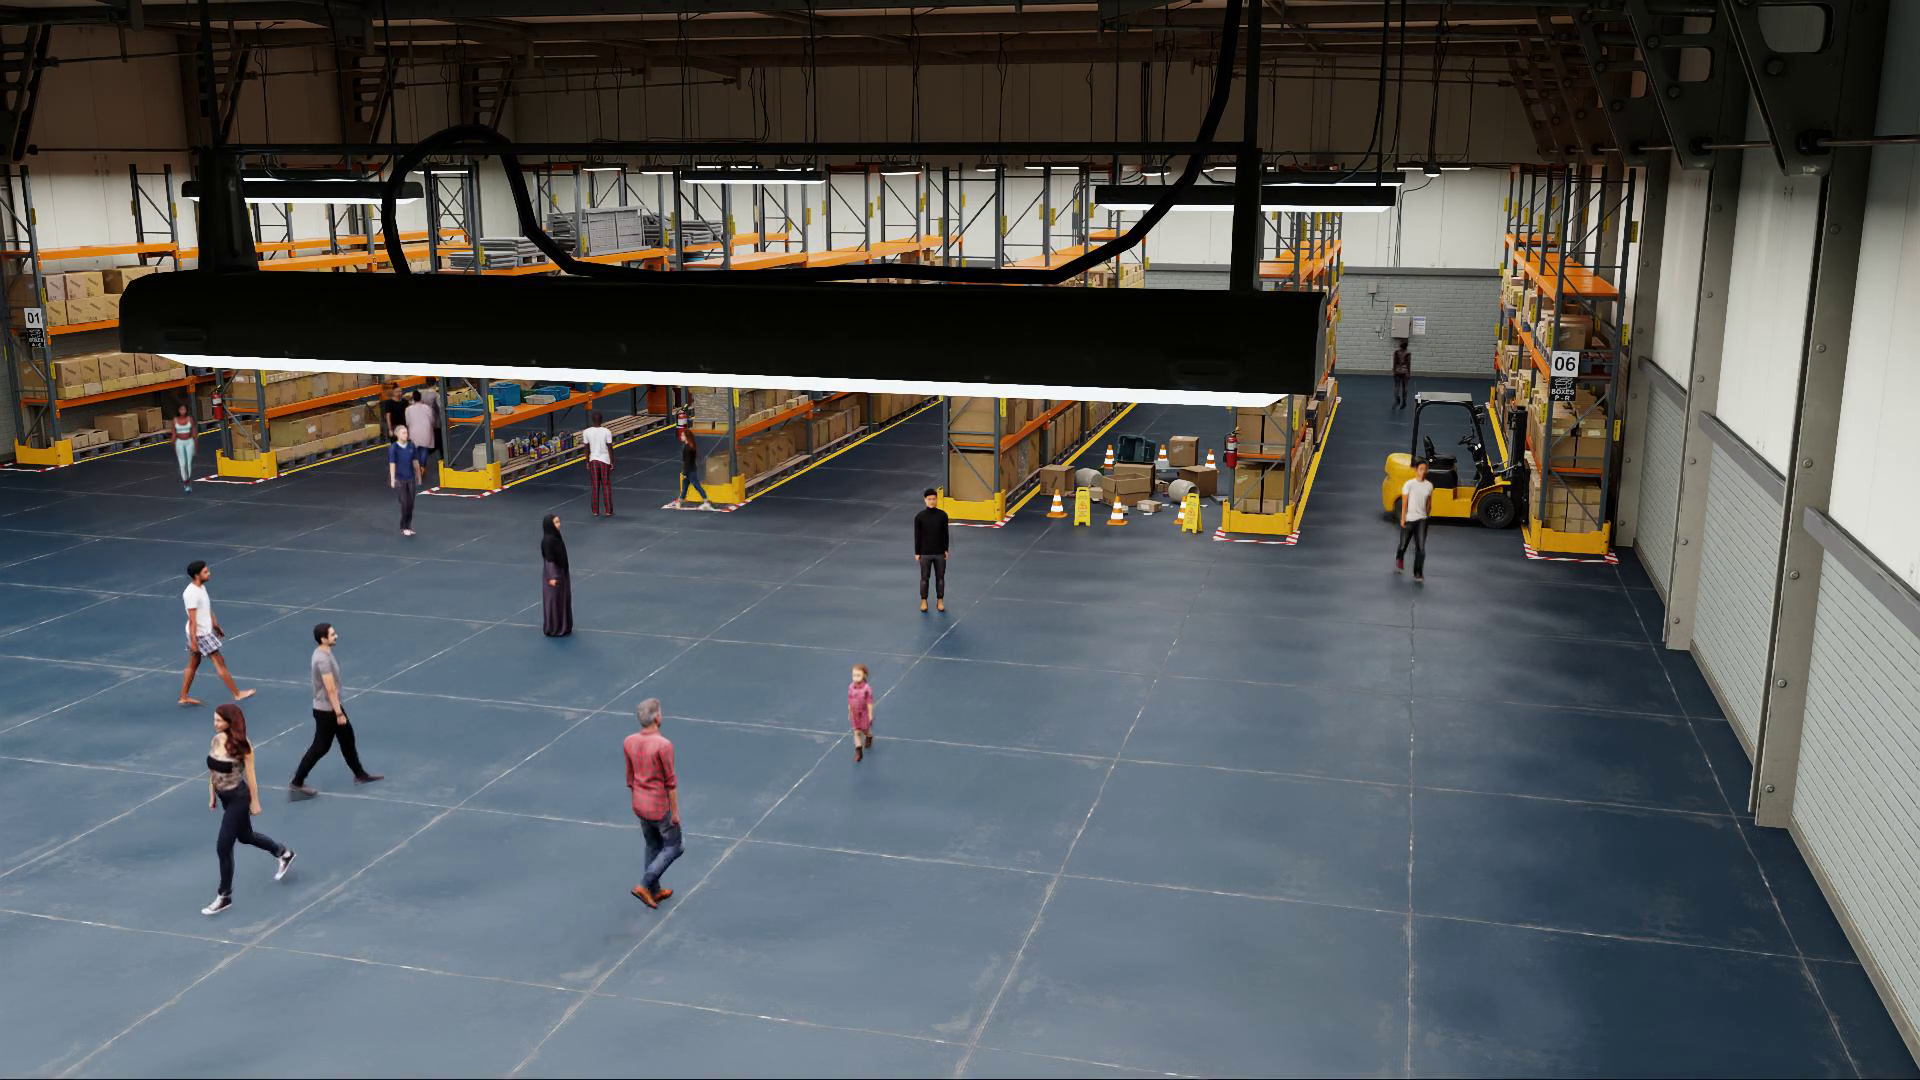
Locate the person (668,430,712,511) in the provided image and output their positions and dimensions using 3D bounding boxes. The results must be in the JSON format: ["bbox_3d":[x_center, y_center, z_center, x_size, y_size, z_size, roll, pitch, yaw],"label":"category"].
[{"bbox_3d":[-4.701,-1.218,29.514,0.893,1.438,1.006,-2,13,-10],"label":"person"}]

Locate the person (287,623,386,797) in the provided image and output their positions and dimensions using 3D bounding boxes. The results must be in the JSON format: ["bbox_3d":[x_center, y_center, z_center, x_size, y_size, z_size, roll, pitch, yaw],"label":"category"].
[{"bbox_3d":[-6.302,1.683,16.347,1.140,1.725,1.160,-5,14,-22],"label":"person"}]

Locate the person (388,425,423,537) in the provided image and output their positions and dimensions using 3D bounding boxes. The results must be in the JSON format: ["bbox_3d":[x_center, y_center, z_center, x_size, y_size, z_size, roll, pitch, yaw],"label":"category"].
[{"bbox_3d":[-9.273,-0.990,27.601,0.854,1.856,0.758,10,17,38],"label":"person"}]

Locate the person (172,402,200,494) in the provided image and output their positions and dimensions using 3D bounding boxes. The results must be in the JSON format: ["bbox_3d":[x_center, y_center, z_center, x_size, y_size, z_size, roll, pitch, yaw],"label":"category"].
[{"bbox_3d":[-14.539,-1.731,31.171,0.994,1.689,1.029,-8,15,-30],"label":"person"}]

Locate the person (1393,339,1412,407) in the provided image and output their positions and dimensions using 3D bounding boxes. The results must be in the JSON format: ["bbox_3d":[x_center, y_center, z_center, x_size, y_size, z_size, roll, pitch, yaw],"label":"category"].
[{"bbox_3d":[11.032,-4.162,41.646,0.592,1.699,0.989,5,14,22],"label":"person"}]

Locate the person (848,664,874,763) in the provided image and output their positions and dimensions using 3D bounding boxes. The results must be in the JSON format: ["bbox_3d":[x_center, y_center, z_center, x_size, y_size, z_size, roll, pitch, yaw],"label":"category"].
[{"bbox_3d":[-1.032,1.791,17.465,0.428,1.012,0.659,3,13,14],"label":"person"}]

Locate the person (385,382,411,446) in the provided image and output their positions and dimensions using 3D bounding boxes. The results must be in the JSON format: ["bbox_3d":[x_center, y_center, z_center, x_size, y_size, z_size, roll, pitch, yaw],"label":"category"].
[{"bbox_3d":[-11.186,-2.221,33.019,1.224,1.810,1.209,-11,17,-39],"label":"person"}]

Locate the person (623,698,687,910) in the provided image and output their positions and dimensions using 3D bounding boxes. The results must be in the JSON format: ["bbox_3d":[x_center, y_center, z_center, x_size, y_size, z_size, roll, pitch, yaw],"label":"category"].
[{"bbox_3d":[-2.584,2.230,13.790,0.844,1.813,0.937,9,16,33],"label":"person"}]

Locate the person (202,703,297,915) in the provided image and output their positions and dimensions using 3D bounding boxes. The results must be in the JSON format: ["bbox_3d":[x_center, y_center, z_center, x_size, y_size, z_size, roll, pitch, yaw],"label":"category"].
[{"bbox_3d":[-6.054,2.208,14.067,0.858,1.732,1.246,8,15,31],"label":"person"}]

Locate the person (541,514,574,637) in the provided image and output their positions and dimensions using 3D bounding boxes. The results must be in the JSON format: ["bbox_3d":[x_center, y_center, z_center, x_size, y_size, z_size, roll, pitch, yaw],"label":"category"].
[{"bbox_3d":[-5.347,0.445,21.942,0.681,1.614,0.546,2,13,10],"label":"person"}]

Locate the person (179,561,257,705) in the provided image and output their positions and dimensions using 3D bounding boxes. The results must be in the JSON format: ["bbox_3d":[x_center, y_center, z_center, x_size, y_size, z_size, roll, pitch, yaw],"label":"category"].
[{"bbox_3d":[-8.756,1.090,18.985,1.088,1.692,1.124,-4,14,-18],"label":"person"}]

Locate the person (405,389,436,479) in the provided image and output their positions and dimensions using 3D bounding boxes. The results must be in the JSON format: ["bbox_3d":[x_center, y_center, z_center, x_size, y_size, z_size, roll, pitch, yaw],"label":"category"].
[{"bbox_3d":[-10.565,-2.053,32.517,0.887,1.710,1.185,0,13,-2],"label":"person"}]

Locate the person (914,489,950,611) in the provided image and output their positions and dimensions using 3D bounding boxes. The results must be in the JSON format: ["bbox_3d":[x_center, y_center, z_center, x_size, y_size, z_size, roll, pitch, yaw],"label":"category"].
[{"bbox_3d":[-0.379,0.125,23.085,0.701,1.721,0.664,-1,13,-6],"label":"person"}]

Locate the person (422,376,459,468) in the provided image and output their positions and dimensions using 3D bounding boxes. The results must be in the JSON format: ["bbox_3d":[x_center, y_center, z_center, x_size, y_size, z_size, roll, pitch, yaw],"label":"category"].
[{"bbox_3d":[-10.526,-2.284,33.089,1.312,1.902,1.130,-12,18,-42],"label":"person"}]

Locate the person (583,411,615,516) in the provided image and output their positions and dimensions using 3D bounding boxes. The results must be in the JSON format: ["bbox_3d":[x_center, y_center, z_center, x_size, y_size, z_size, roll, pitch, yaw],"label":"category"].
[{"bbox_3d":[-6.324,-1.349,29.199,0.712,1.836,0.633,0,13,-1],"label":"person"}]

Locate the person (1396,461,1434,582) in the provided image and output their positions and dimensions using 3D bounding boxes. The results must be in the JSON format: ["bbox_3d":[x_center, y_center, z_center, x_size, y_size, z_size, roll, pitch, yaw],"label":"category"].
[{"bbox_3d":[6.758,-0.309,24.843,0.845,1.775,1.179,0,13,-1],"label":"person"}]
